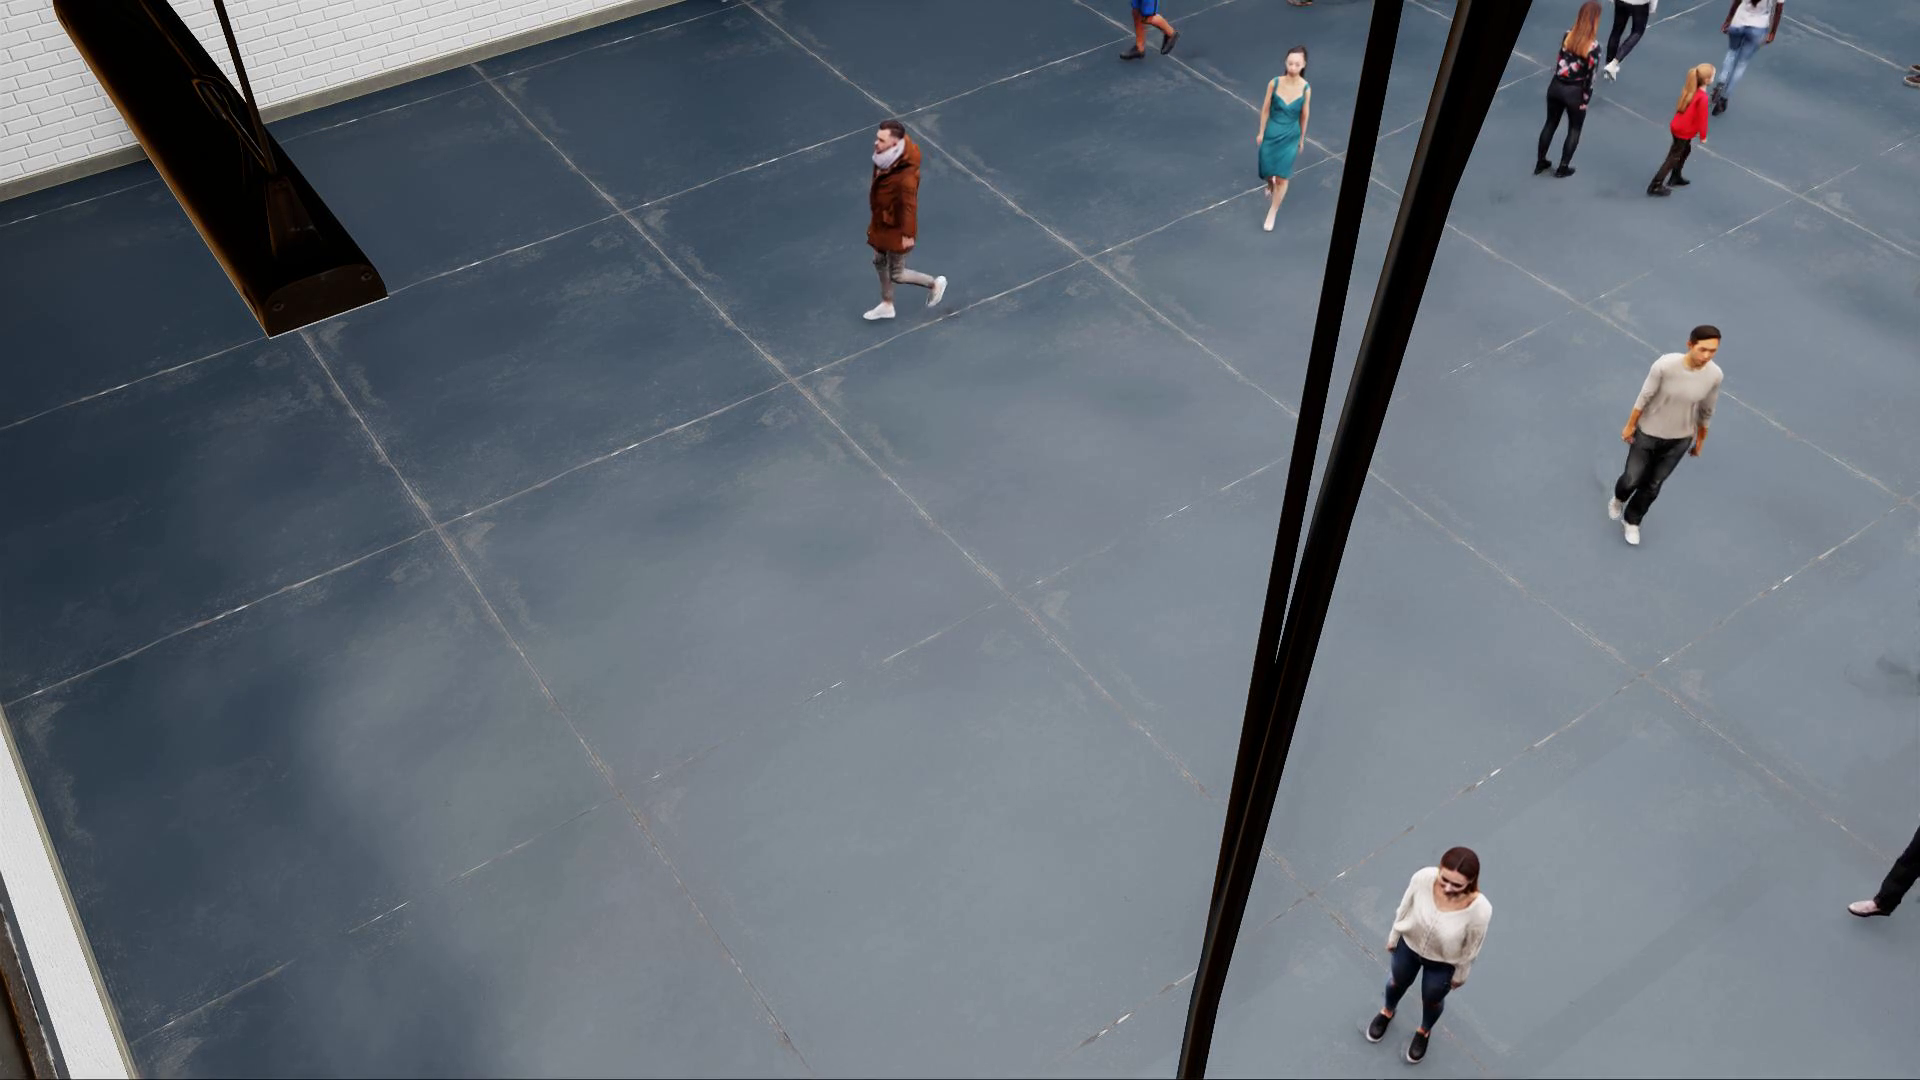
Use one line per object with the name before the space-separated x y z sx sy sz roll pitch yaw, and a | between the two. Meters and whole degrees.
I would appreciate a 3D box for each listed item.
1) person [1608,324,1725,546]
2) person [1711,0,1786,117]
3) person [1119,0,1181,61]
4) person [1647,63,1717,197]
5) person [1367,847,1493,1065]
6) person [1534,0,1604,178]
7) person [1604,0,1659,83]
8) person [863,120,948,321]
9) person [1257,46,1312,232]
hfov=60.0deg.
person | 4.850 -0.796 11.496 0.831 1.806 0.892 7 44 7
person | 7.461 -4.833 15.802 0.683 1.711 0.698 32 52 29
person | 1.969 -5.618 16.577 0.919 1.779 0.730 -14 45 -15
person | 6.428 -3.653 14.887 0.766 1.265 0.674 -1 44 -1
person | 2.410 2.099 8.541 0.664 1.691 0.640 30 51 27
person | 5.452 -4.043 14.998 0.563 1.675 0.607 -28 50 -26
person | 6.544 -5.253 16.256 0.725 1.694 0.840 32 52 29
person | -0.454 -2.540 13.316 0.993 1.821 0.810 -17 46 -17
person | 2.799 -3.511 14.440 0.771 1.676 0.847 12 45 12
